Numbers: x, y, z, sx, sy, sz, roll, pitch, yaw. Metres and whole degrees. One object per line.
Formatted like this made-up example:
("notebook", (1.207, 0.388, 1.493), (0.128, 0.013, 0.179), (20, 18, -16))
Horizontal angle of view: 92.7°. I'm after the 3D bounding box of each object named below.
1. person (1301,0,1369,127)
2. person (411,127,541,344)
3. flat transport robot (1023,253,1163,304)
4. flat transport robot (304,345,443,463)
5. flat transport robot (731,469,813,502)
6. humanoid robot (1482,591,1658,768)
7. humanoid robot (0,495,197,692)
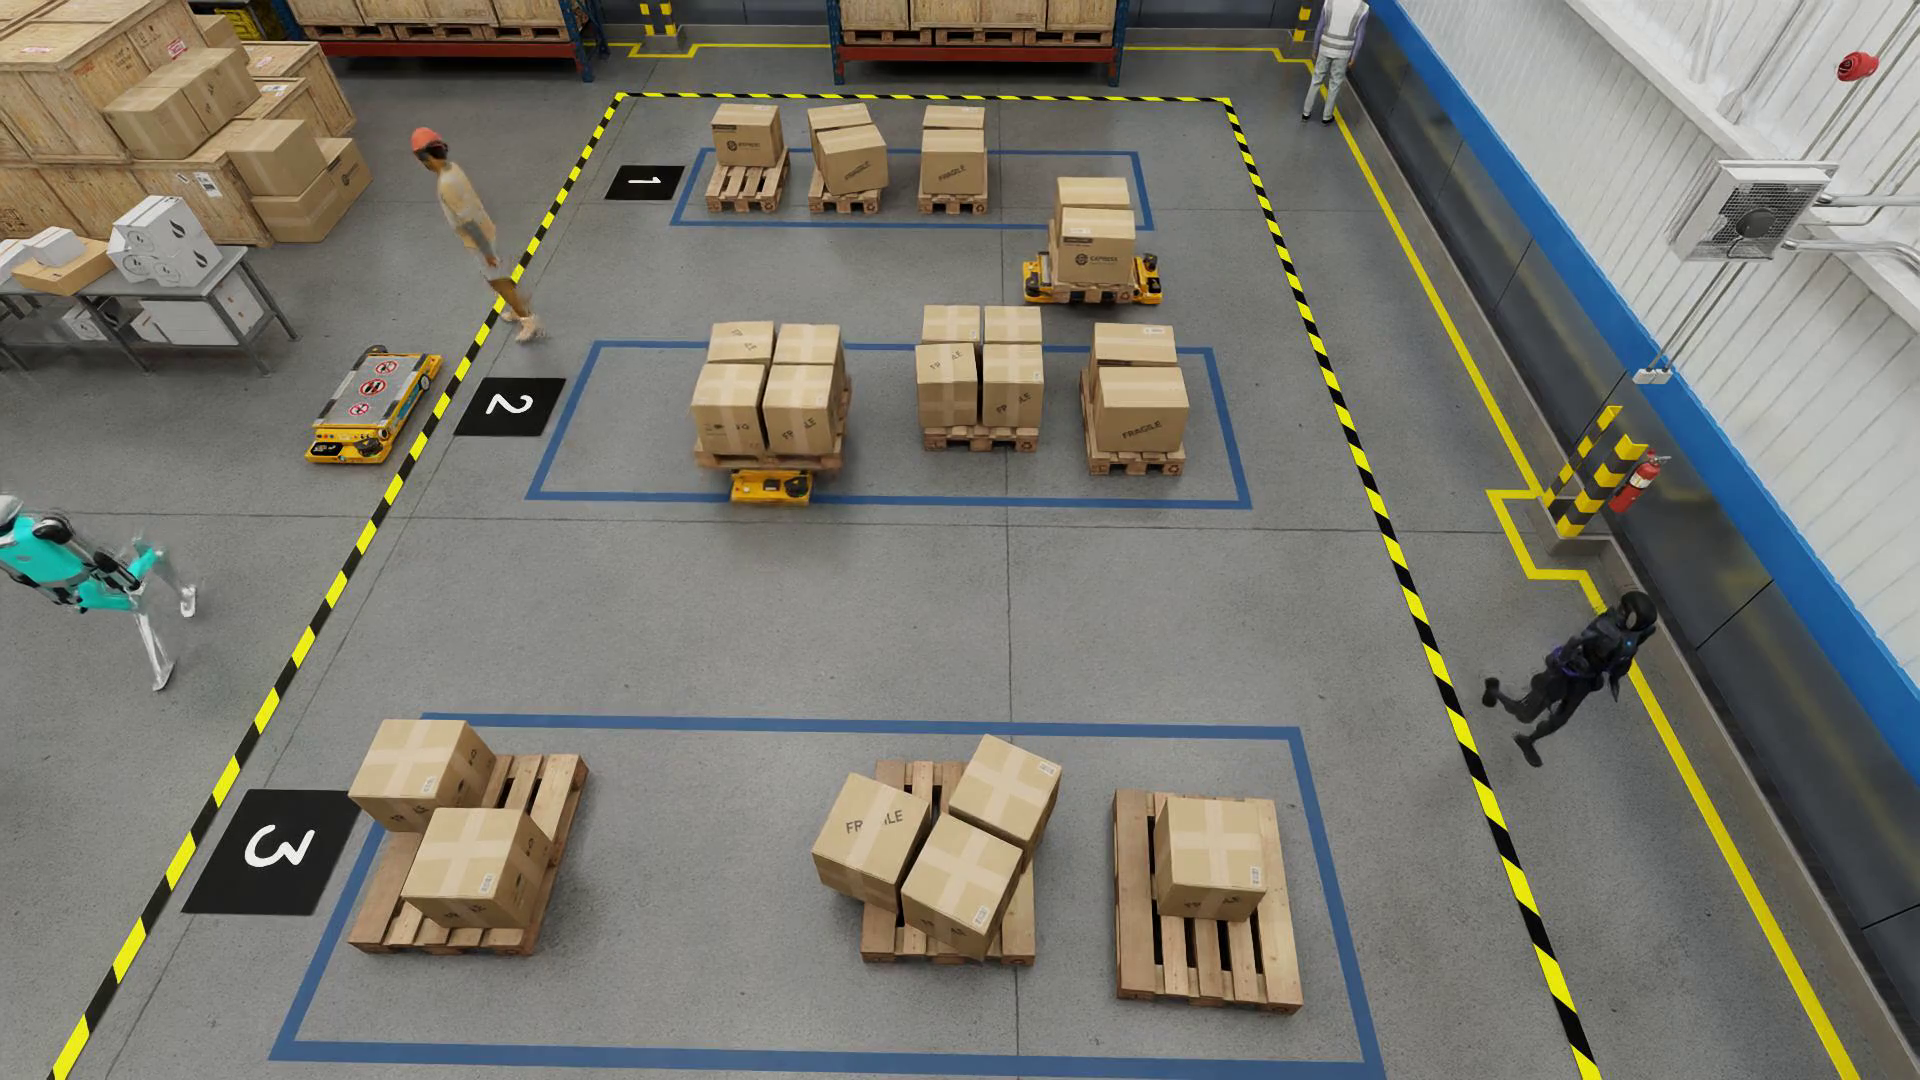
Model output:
("person", (4.753, -6.201, 11.591), (0.587, 1.829, 0.403), (25, 54, 19))
("person", (-4.535, -2.815, 8.624), (0.499, 1.988, 0.764), (-17, 52, -14))
("flat transport robot", (1.396, -2.783, 9.704), (1.431, 0.197, 0.652), (1, 50, 1))
("flat transport robot", (-5.383, -1.269, 8.441), (0.659, 0.231, 1.431), (1, 50, 1))
("flat transport robot", (-1.590, -0.921, 8.128), (0.652, 0.197, 1.431), (1, 50, 1))
("humanoid robot", (3.854, 0.803, 5.776), (0.601, 1.642, 0.561), (-8, 50, -6))
("humanoid robot", (-5.880, 0.163, 6.306), (0.535, 1.777, 1.046), (-11, 51, -10))
